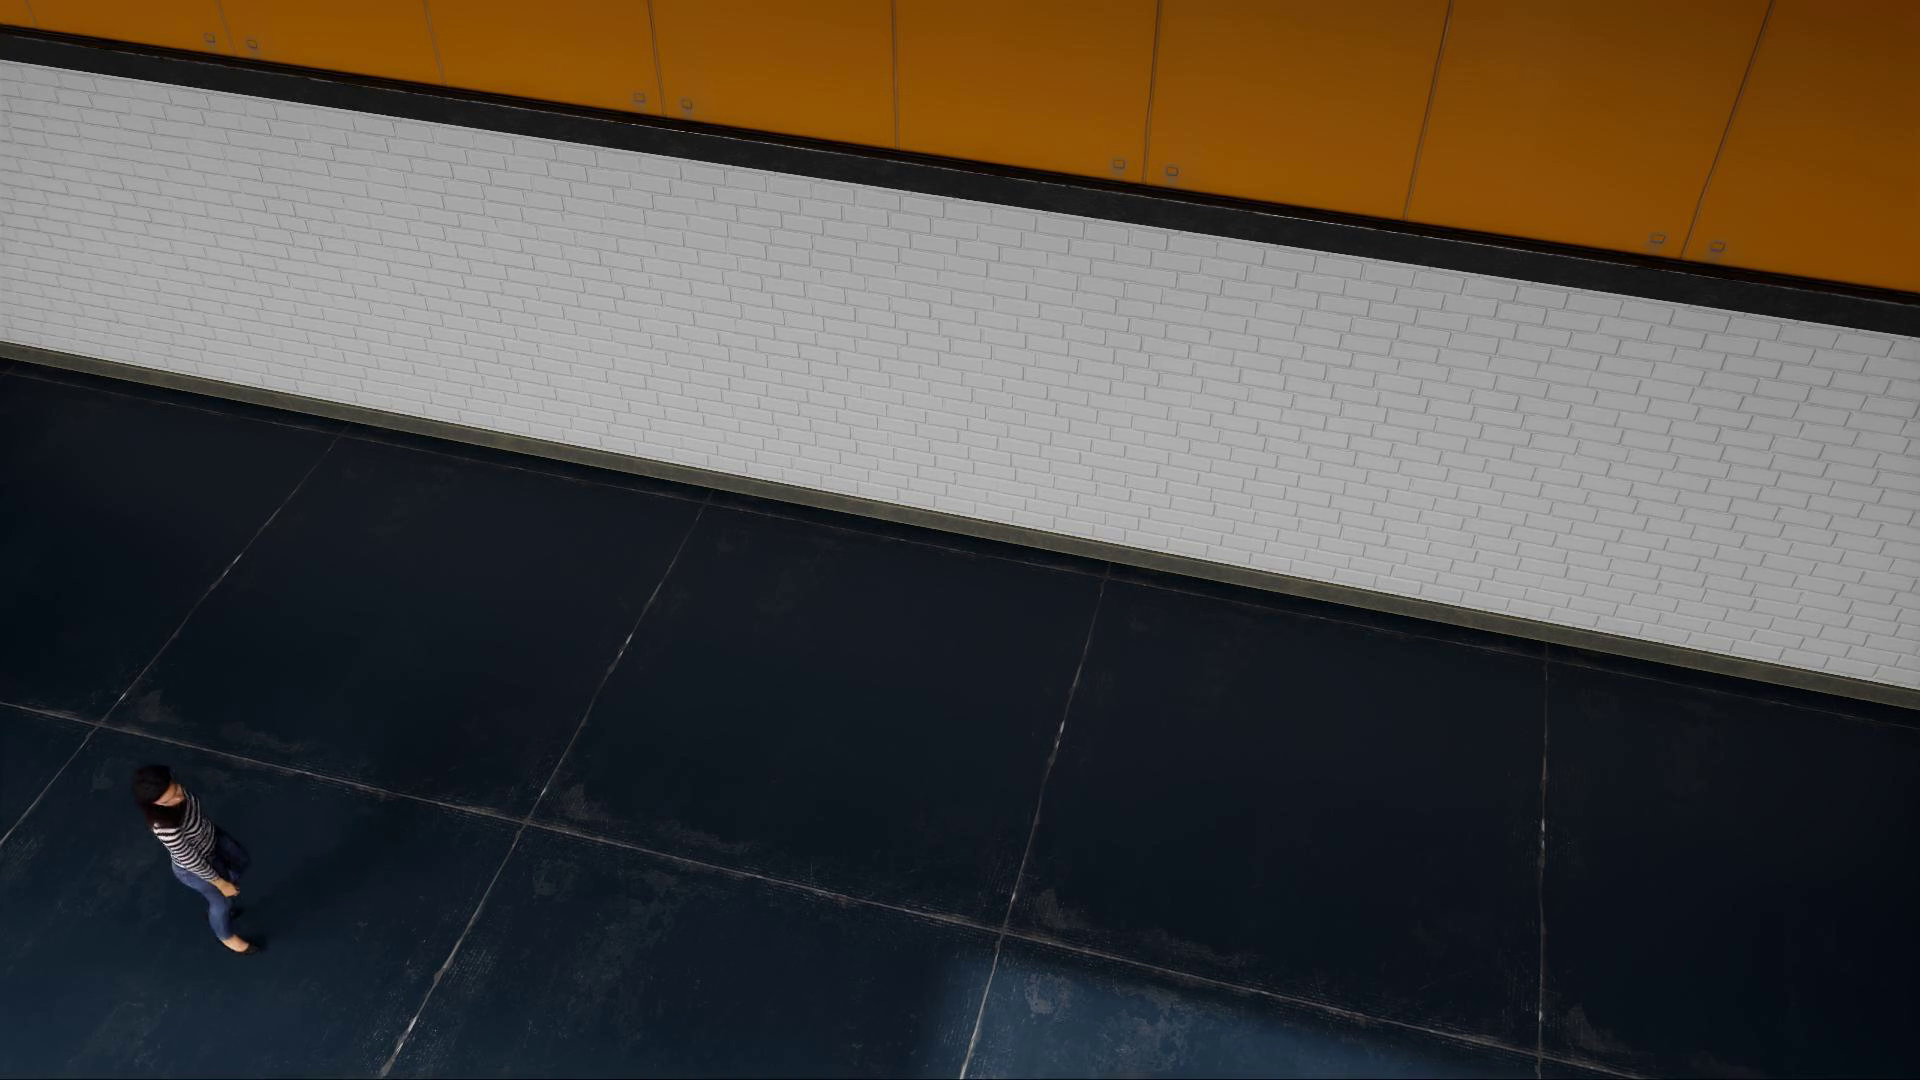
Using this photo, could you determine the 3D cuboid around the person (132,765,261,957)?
[{"bbox_3d":[-4.056,1.713,8.876,0.862,1.765,0.749,-22,48,-21],"label":"person"}]
